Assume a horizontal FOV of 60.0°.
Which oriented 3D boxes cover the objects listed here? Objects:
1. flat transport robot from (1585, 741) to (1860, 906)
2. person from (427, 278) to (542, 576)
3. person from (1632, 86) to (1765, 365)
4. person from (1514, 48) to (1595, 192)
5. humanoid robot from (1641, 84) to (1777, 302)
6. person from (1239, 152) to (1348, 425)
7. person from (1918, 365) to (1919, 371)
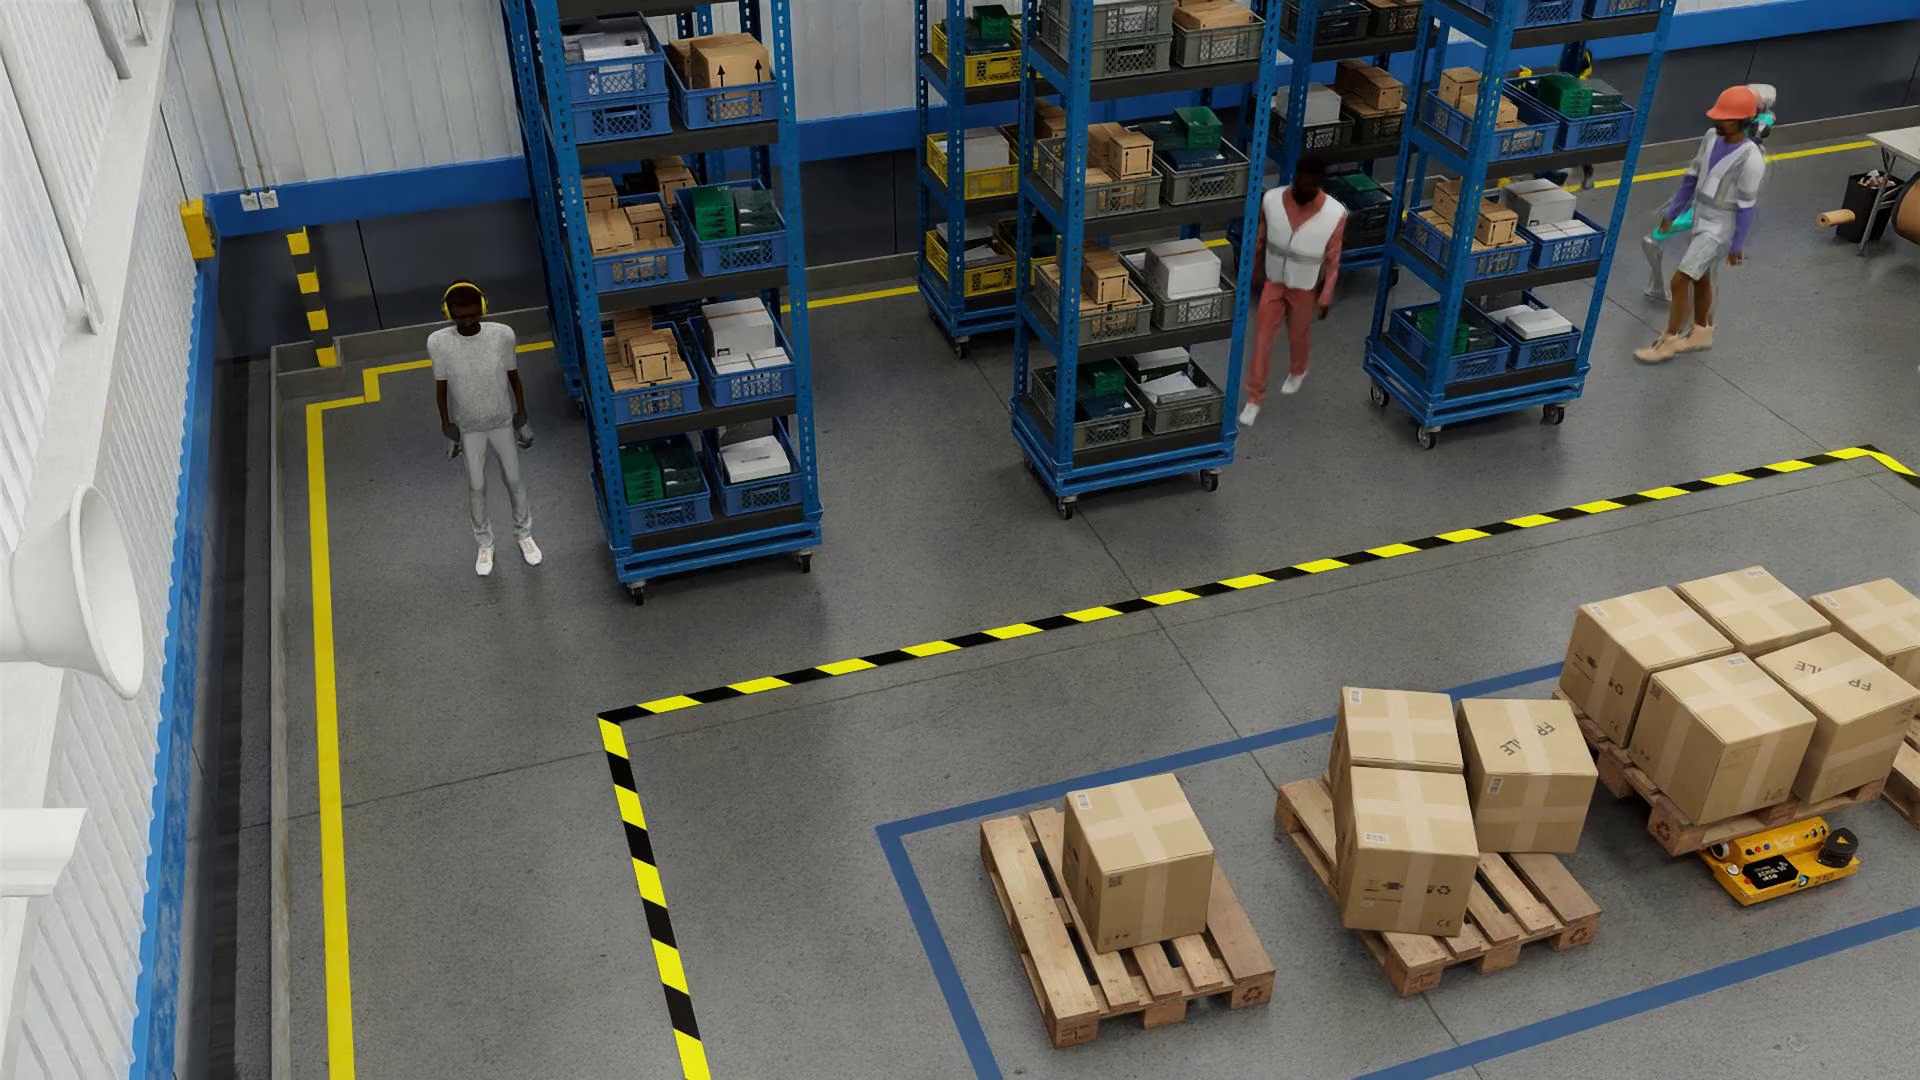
[{"bbox_3d":[3.738,1.188,8.347,0.652,0.197,1.431,-11,37,-15],"label":"flat transport robot"},{"bbox_3d":[-2.733,-0.644,9.586,0.506,1.864,0.329,-12,37,-16],"label":"person"},{"bbox_3d":[5.146,-2.191,11.644,0.790,2.015,0.621,-3,35,-4],"label":"person"},{"bbox_3d":[4.605,-2.890,12.809,0.995,1.810,0.543,-26,43,-32],"label":"person"},{"bbox_3d":[5.444,-2.526,12.381,0.812,1.793,0.543,9,36,12],"label":"humanoid robot"},{"bbox_3d":[2.214,-1.725,11.108,0.608,1.902,0.738,18,39,23],"label":"person"},{"bbox_3d":[7.020,-1.924,11.518,0.401,1.712,0.521,17,39,22],"label":"person"}]
